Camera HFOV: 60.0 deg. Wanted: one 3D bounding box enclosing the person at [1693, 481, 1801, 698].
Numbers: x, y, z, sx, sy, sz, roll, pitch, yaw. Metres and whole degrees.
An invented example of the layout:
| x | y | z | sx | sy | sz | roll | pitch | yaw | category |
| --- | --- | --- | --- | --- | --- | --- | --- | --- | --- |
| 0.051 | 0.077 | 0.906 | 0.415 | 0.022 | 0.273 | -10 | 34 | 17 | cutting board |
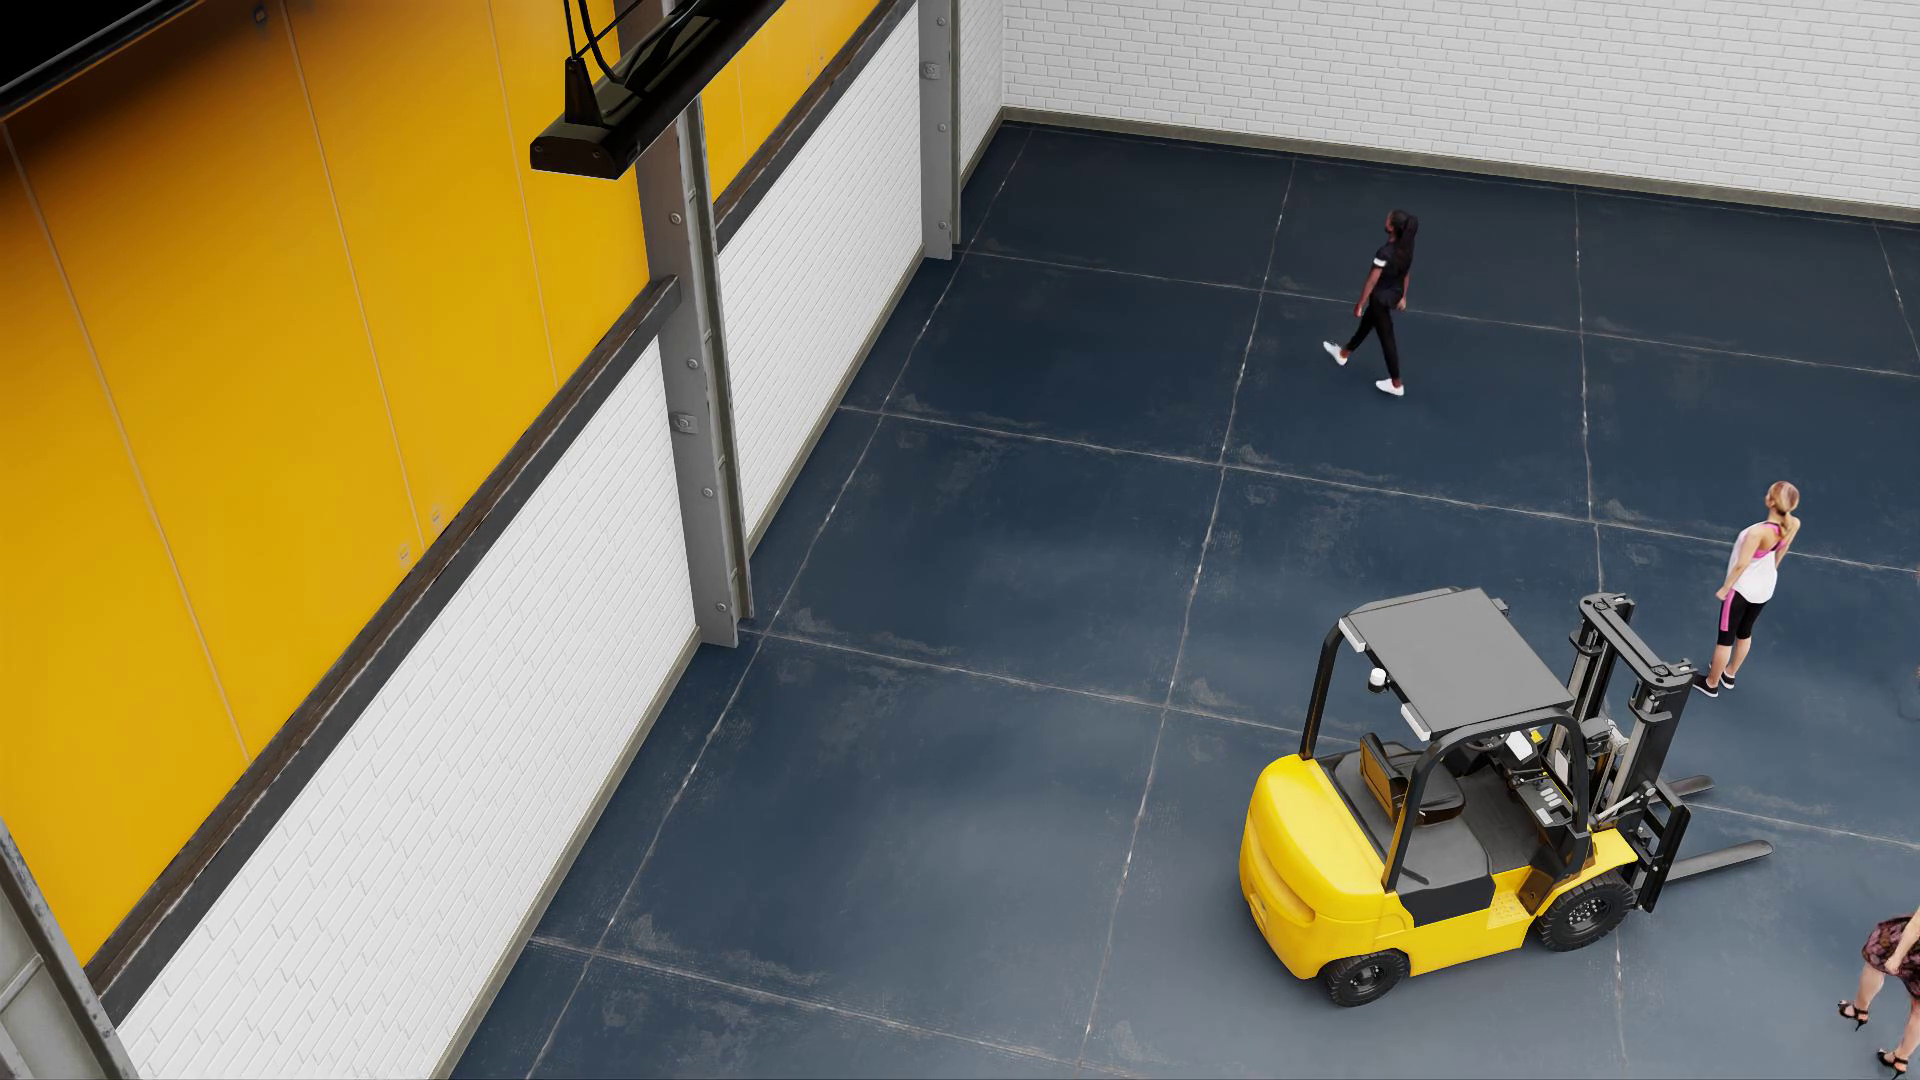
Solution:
| x | y | z | sx | sy | sz | roll | pitch | yaw | category |
| --- | --- | --- | --- | --- | --- | --- | --- | --- | --- |
| 5.398 | 0.339 | 11.364 | 0.681 | 1.788 | 0.724 | -16 | 41 | -19 | person |

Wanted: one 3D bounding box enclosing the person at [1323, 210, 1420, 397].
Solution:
| x | y | z | sx | sy | sz | roll | pitch | yaw | category |
| --- | --- | --- | --- | --- | --- | --- | --- | --- | --- |
| 3.736 | -2.015 | 14.396 | 1.165 | 1.683 | 1.077 | -32 | 48 | -33 | person |

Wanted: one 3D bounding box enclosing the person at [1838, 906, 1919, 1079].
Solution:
| x | y | z | sx | sy | sz | roll | pitch | yaw | category |
| --- | --- | --- | --- | --- | --- | --- | --- | --- | --- |
| 5.251 | 2.290 | 8.952 | 0.763 | 1.749 | 0.845 | 0 | 39 | -1 | person |
